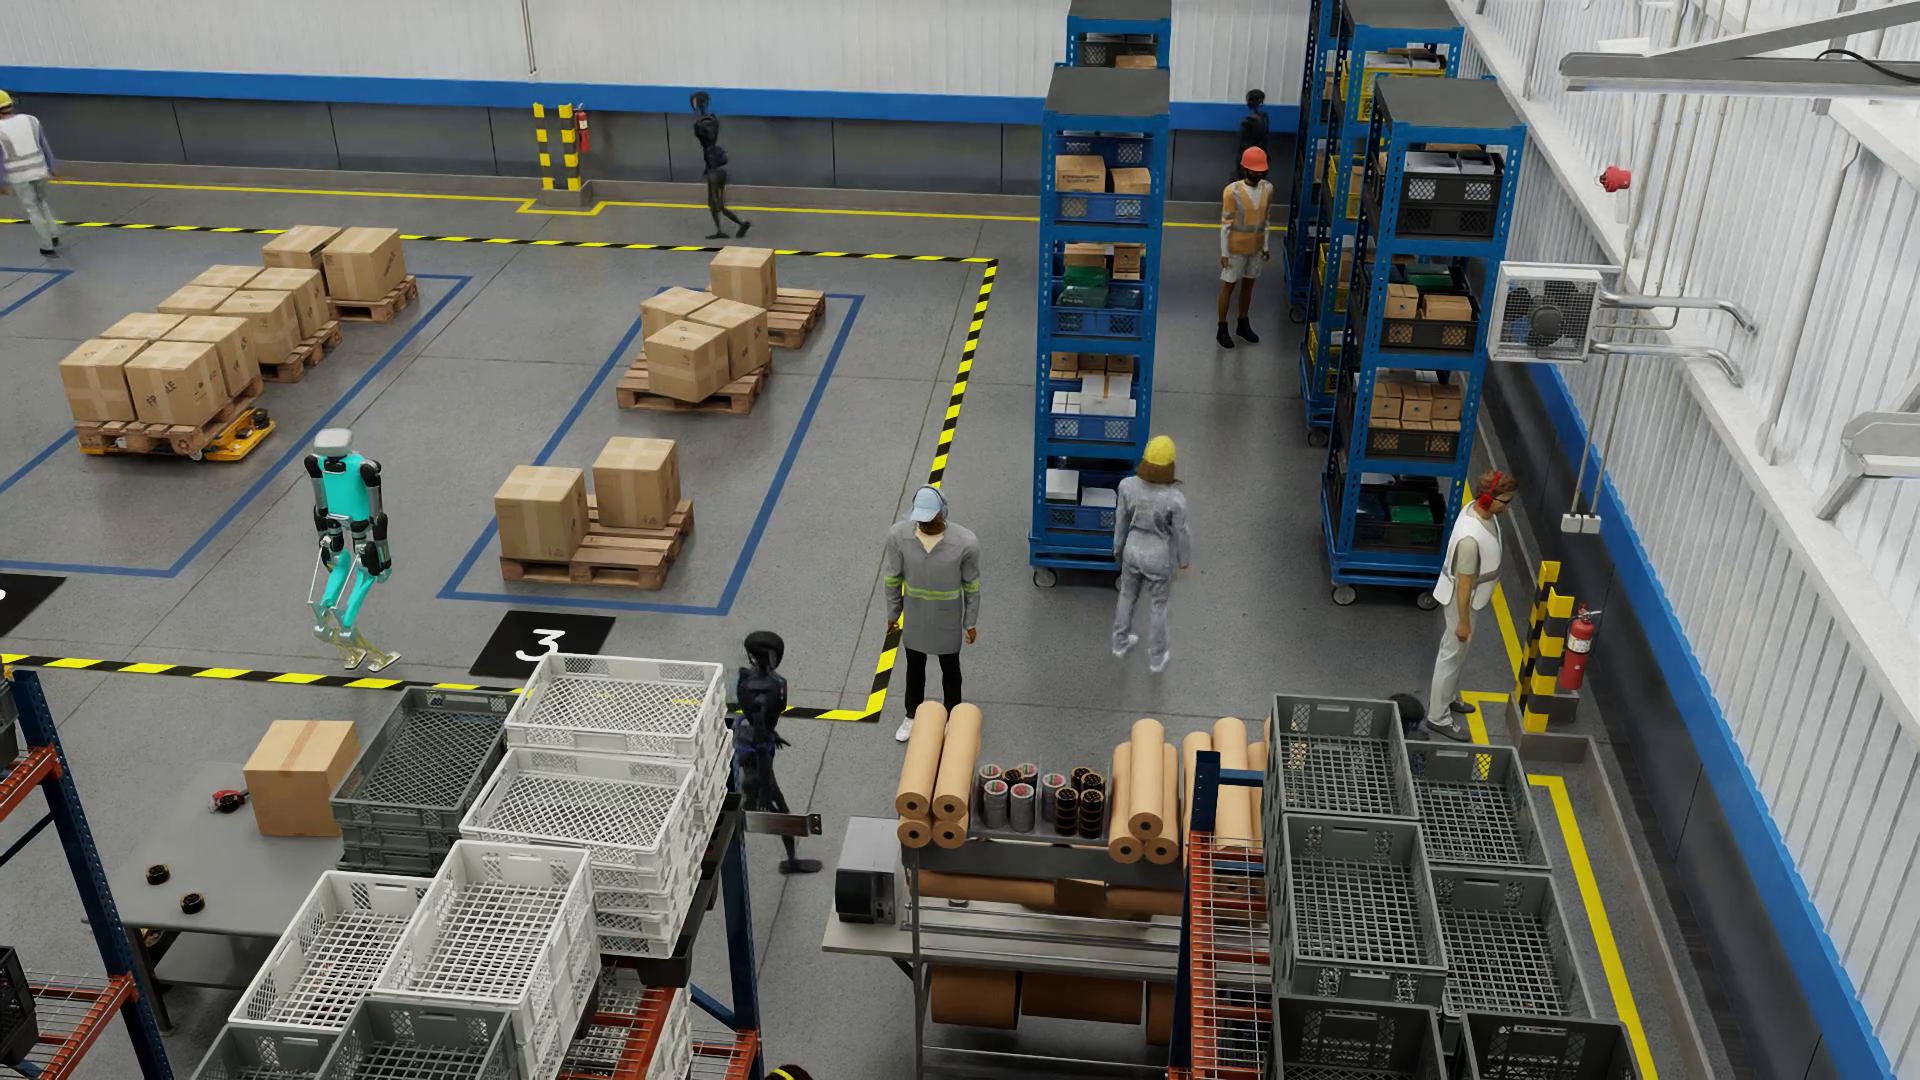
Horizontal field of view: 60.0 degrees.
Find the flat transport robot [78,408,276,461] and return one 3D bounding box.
[{"bbox_3d":[-6.714,-0.943,14.266,1.431,0.197,0.652,3,30,6],"label":"flat transport robot"}]

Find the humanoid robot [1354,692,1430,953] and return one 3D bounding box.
[{"bbox_3d":[2.198,1.526,8.658,0.608,1.637,0.349,-20,36,-30],"label":"humanoid robot"}]

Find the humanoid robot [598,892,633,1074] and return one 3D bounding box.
[{"bbox_3d":[-1.746,2.055,7.735,0.600,1.650,0.352,17,34,26],"label":"humanoid robot"}]

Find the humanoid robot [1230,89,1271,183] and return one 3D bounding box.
[{"bbox_3d":[3.249,-4.139,18.384,0.392,1.640,0.600,22,37,32],"label":"humanoid robot"}]

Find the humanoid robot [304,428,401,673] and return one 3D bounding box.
[{"bbox_3d":[-4.049,0.152,10.816,0.533,1.681,0.735,9,31,15],"label":"humanoid robot"}]

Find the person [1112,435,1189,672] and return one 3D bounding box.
[{"bbox_3d":[1.274,0.085,11.072,0.499,1.731,0.363,18,35,28],"label":"person"}]

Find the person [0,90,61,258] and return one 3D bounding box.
[{"bbox_3d":[-10.094,-3.949,17.915,0.588,1.814,0.634,19,35,29],"label":"person"}]

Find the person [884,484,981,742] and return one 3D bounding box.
[{"bbox_3d":[-0.179,0.476,10.281,0.596,1.850,0.397,6,31,10],"label":"person"}]

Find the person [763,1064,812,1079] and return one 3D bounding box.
[{"bbox_3d":[-0.636,2.721,6.408,0.509,1.872,0.329,19,35,30],"label":"person"}]

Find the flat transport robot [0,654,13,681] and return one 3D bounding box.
[{"bbox_3d":[-7.142,0.969,11.010,1.431,0.231,0.659,3,30,6],"label":"flat transport robot"}]

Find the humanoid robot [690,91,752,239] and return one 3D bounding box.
[{"bbox_3d":[-2.650,-4.145,18.410,0.551,1.621,0.628,-7,31,-12],"label":"humanoid robot"}]

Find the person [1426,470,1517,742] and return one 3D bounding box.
[{"bbox_3d":[3.175,0.383,10.453,0.391,1.839,0.563,11,32,19],"label":"person"}]

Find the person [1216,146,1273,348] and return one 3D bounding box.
[{"bbox_3d":[2.717,-2.784,15.797,0.543,1.939,0.358,-14,33,-22],"label":"person"}]

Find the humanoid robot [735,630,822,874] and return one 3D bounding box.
[{"bbox_3d":[-1.174,1.202,9.262,0.738,1.645,0.609,-2,30,-3],"label":"humanoid robot"}]
